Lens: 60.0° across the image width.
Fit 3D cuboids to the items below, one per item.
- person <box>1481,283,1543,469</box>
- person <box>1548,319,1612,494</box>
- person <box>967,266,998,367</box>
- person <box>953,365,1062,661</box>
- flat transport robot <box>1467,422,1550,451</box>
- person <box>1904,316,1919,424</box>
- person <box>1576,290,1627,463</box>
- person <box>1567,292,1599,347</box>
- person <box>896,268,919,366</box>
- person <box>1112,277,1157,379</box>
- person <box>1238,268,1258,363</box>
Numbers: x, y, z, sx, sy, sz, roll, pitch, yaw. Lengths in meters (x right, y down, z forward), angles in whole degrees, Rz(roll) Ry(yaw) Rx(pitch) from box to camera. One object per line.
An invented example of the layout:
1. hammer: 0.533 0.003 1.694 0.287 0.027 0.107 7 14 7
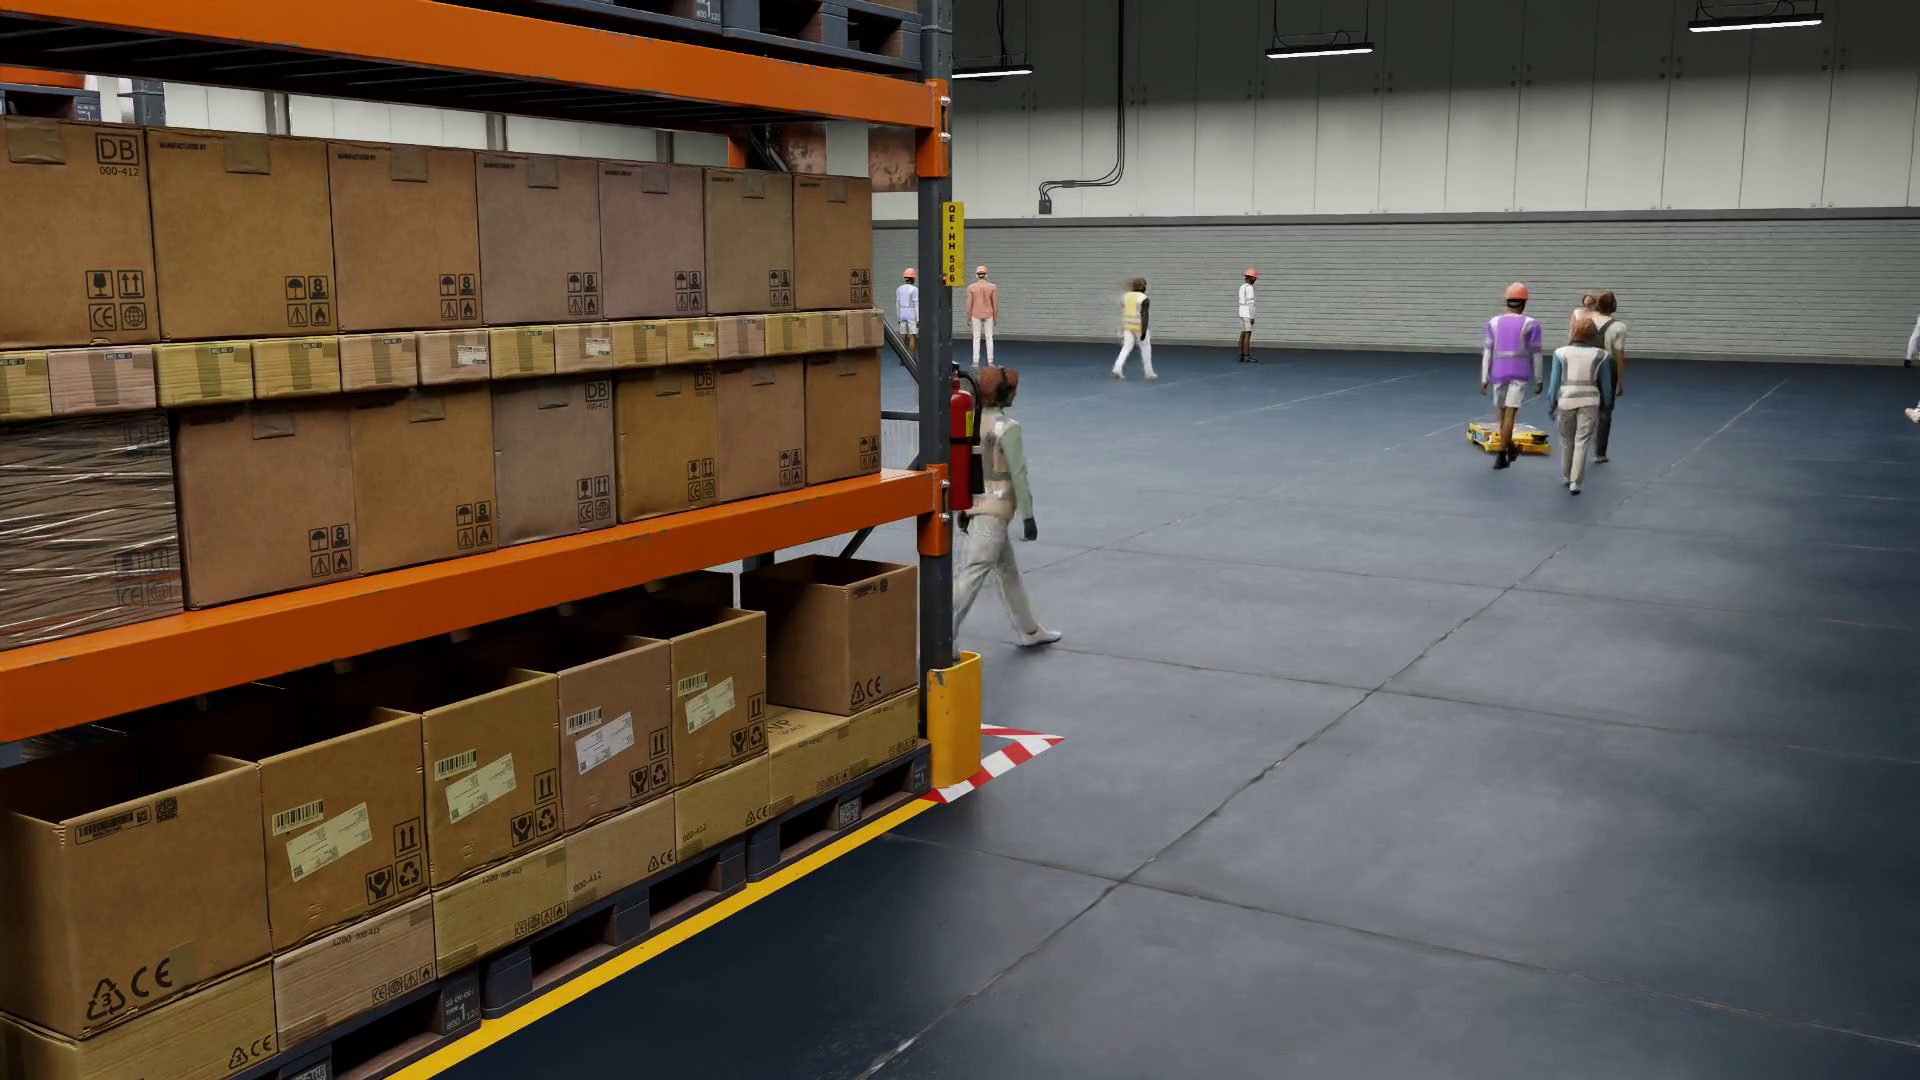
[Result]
1. person: 5.765 -1.707 17.270 0.573 1.884 0.972 7 12 36
2. person: 5.750 -1.244 15.424 0.541 1.584 0.877 4 11 24
3. person: 0.438 -4.406 32.793 0.608 1.986 0.389 -1 10 -4
4. person: 0.173 -0.147 9.009 0.870 1.596 0.539 -5 11 -25
5. flat transport robot: 6.229 -1.184 18.943 0.652 0.197 1.431 1 10 7
6. person: 12.412 -2.330 21.214 0.653 1.784 0.988 -1 10 -8
7. person: 6.654 -1.688 17.355 0.518 1.828 0.628 8 13 39
8. person: 9.785 -3.059 25.964 0.518 1.616 0.686 9 13 44
9. person: -0.994 -4.412 32.970 0.553 1.935 0.363 8 12 39
10. person: 3.106 -3.748 29.462 0.917 1.812 0.617 -8 13 -40
11. person: 5.917 -4.601 34.107 0.370 1.928 0.543 -2 10 -13
